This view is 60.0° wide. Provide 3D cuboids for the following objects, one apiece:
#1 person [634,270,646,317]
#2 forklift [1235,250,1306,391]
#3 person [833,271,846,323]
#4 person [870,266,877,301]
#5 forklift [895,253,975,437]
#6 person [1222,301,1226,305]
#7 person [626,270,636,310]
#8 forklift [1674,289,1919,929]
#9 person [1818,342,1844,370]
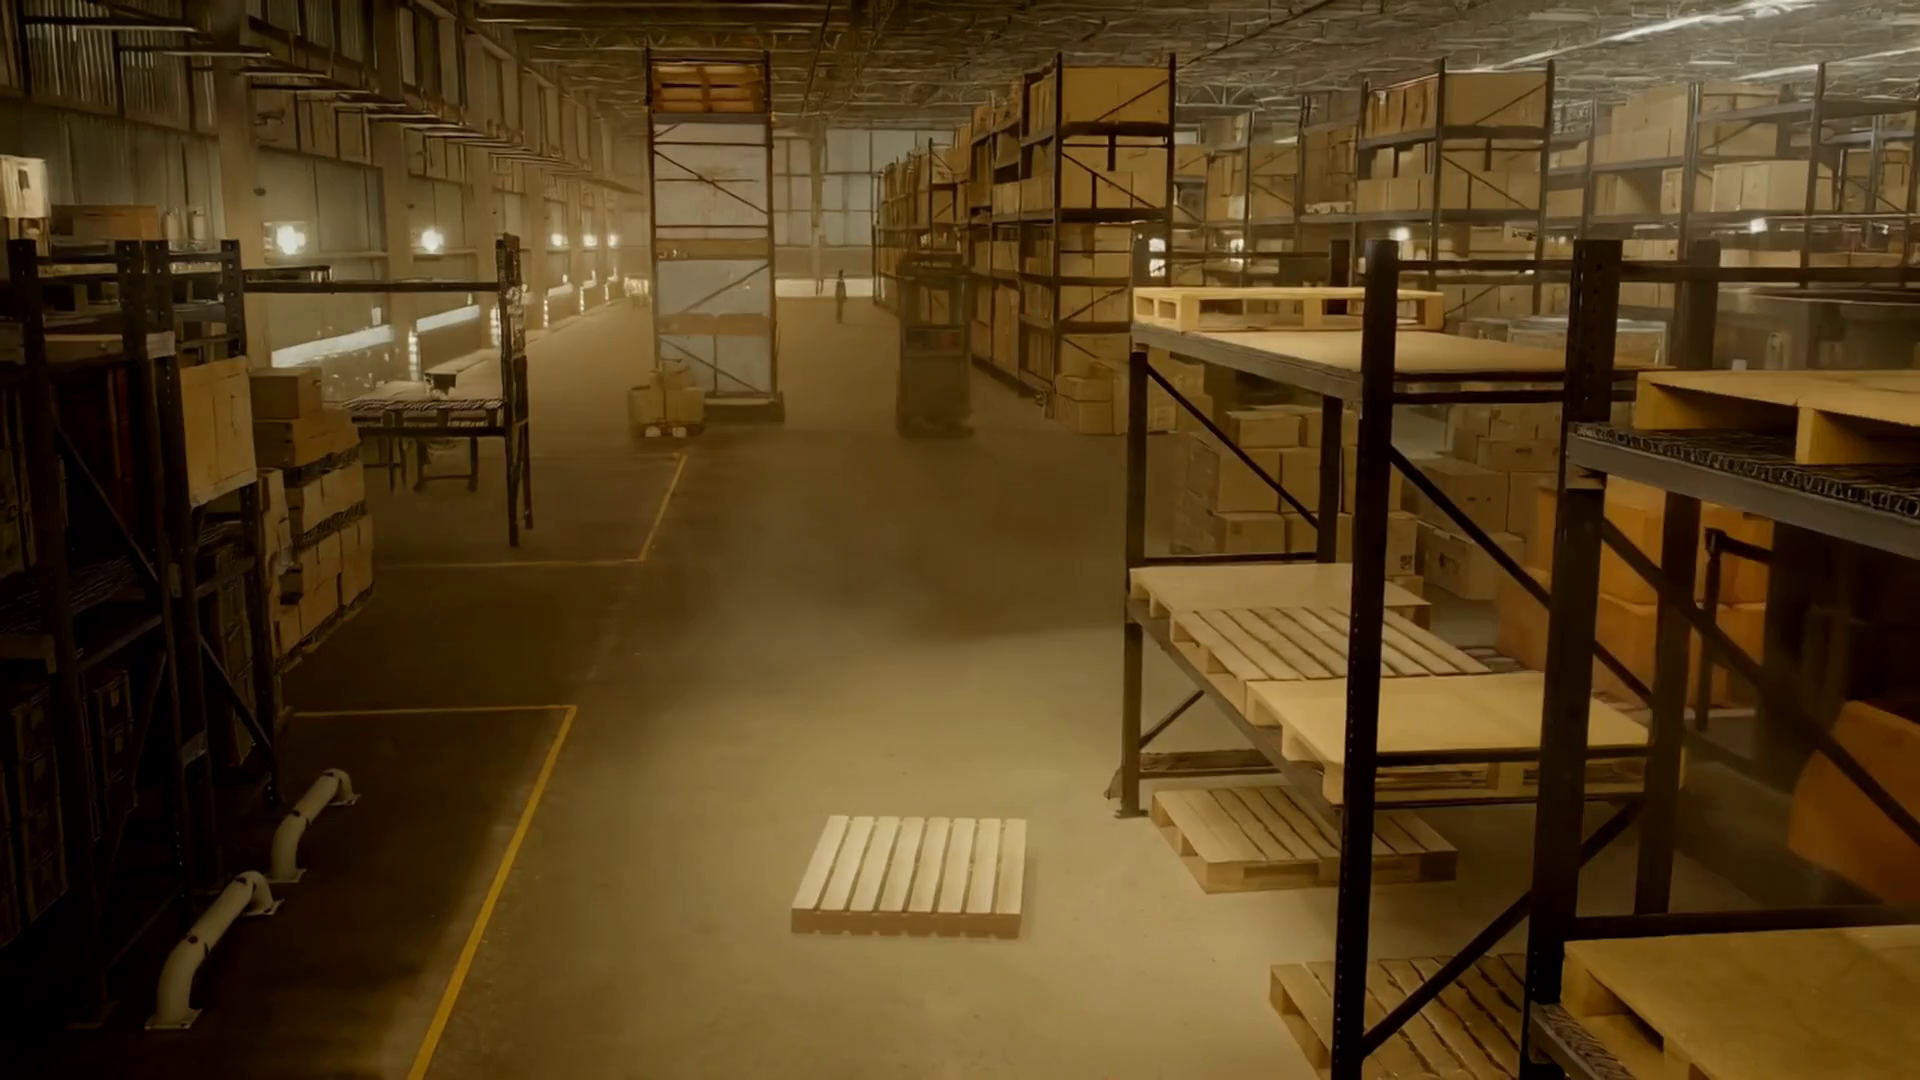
[{"bbox_3d":[-12.718,-9.804,66.134,0.567,1.841,0.377,7,12,33],"label":"person"},{"bbox_3d":[6.638,-4.454,33.610,1.873,2.768,1.129,-1,10,-6],"label":"forklift"},{"bbox_3d":[-4.385,-8.901,60.939,0.407,1.913,0.641,3,11,15],"label":"person"},{"bbox_3d":[-4.193,-12.686,82.399,0.673,1.724,0.583,-1,10,-7],"label":"person"},{"bbox_3d":[-0.434,-3.099,26.105,1.129,2.768,1.873,-1,10,-6],"label":"forklift"},{"bbox_3d":[9.589,-8.553,58.972,0.646,1.928,0.564,-2,10,-12],"label":"person"},{"bbox_3d":[-14.223,-10.802,71.972,0.480,1.733,0.335,-8,13,-36],"label":"person"},{"bbox_3d":[4.243,0.306,7.240,1.129,2.768,1.873,-2,10,-10],"label":"forklift"},{"bbox_3d":[12.763,-2.307,24.415,0.385,1.911,0.592,6,12,30],"label":"person"}]
